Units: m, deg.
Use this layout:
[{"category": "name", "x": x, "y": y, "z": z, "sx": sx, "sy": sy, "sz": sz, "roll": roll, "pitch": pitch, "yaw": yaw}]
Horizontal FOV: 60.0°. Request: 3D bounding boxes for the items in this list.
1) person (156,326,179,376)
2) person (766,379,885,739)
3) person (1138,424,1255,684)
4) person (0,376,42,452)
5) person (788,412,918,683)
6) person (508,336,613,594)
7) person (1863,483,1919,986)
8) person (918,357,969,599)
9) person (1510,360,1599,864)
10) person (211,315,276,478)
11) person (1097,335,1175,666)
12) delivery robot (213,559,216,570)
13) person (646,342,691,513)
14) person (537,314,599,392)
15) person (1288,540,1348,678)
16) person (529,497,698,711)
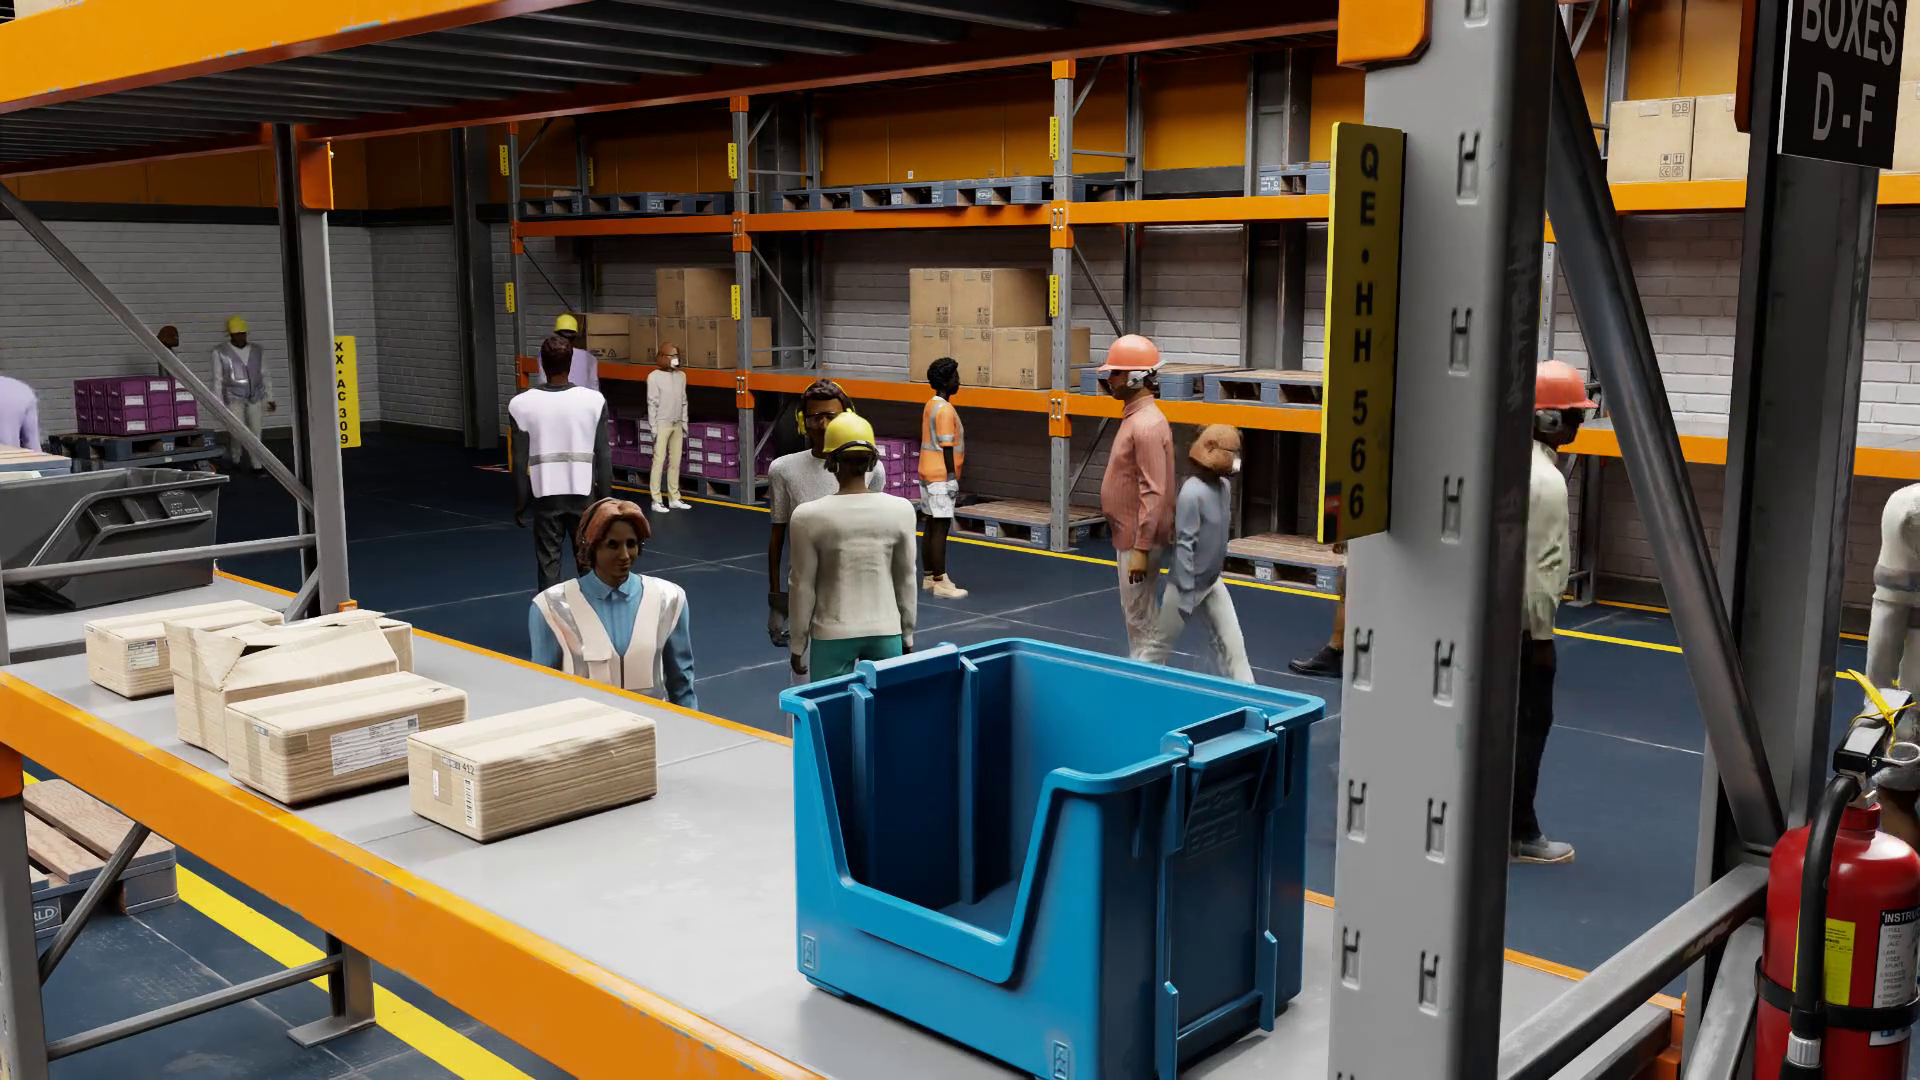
[{"category": "person", "x": -9.575, "y": -1.778, "z": 20.186, "sx": 0.266, "sy": 1.628, "sz": 0.500, "roll": -7, "pitch": 12, "yaw": -39}, {"category": "person", "x": -0.549, "y": 0.264, "z": 6.918, "sx": 0.524, "sy": 1.871, "sz": 0.325, "roll": -2, "pitch": 9, "yaw": -11}, {"category": "person", "x": 1.206, "y": 0.227, "z": 8.054, "sx": 0.937, "sy": 1.571, "sz": 0.536, "roll": 6, "pitch": 11, "yaw": 33}, {"category": "person", "x": -6.051, "y": -0.324, "z": 10.336, "sx": 0.443, "sy": 1.929, "sz": 0.649, "roll": 7, "pitch": 12, "yaw": 38}, {"category": "person", "x": -0.423, "y": 0.378, "z": 6.562, "sx": 0.527, "sy": 1.760, "sz": 0.339, "roll": -4, "pitch": 10, "yaw": -21}, {"category": "person", "x": -2.372, "y": -0.255, "z": 9.946, "sx": 0.587, "sy": 1.920, "sz": 0.375, "roll": -2, "pitch": 10, "yaw": -13}, {"category": "person", "x": 3.156, "y": 0.468, "z": 5.191, "sx": 0.620, "sy": 2.027, "sz": 0.447, "roll": 2, "pitch": 10, "yaw": 14}, {"category": "person", "x": -0.128, "y": -0.438, "z": 11.750, "sx": 0.322, "sy": 1.696, "sz": 0.531, "roll": -2, "pitch": 10, "yaw": -13}, {"category": "person", "x": 2.090, "y": 0.289, "z": 6.459, "sx": 0.648, "sy": 1.979, "sz": 0.624, "roll": 1, "pitch": 9, "yaw": 4}, {"category": "person", "x": -7.876, "y": -1.569, "z": 18.330, "sx": 0.430, "sy": 1.806, "sz": 0.622, "roll": 9, "pitch": 13, "yaw": 43}, {"category": "person", "x": 0.862, "y": -0.015, "z": 8.243, "sx": 0.389, "sy": 1.992, "sz": 0.625, "roll": 0, "pitch": 9, "yaw": 1}, {"category": "delivery robot", "x": -5.290, "y": 0.217, "z": 10.941, "sx": 0.707, "sy": 0.478, "sz": 0.477, "roll": 1, "pitch": 9, "yaw": 5}, {"category": "person", "x": -2.790, "y": -1.076, "z": 15.885, "sx": 0.286, "sy": 1.626, "sz": 0.493, "roll": 6, "pitch": 11, "yaw": 34}, {"category": "person", "x": -3.622, "y": -1.149, "z": 15.510, "sx": 0.617, "sy": 1.895, "sz": 0.659, "roll": -7, "pitch": 12, "yaw": -38}, {"category": "person", "x": 2.383, "y": -0.110, "z": 9.187, "sx": 1.014, "sy": 1.891, "sz": 0.536, "roll": 4, "pitch": 10, "yaw": 23}, {"category": "person", "x": -1.055, "y": 0.678, "z": 5.114, "sx": 0.516, "sy": 1.633, "sz": 0.313, "roll": -4, "pitch": 10, "yaw": -25}]
